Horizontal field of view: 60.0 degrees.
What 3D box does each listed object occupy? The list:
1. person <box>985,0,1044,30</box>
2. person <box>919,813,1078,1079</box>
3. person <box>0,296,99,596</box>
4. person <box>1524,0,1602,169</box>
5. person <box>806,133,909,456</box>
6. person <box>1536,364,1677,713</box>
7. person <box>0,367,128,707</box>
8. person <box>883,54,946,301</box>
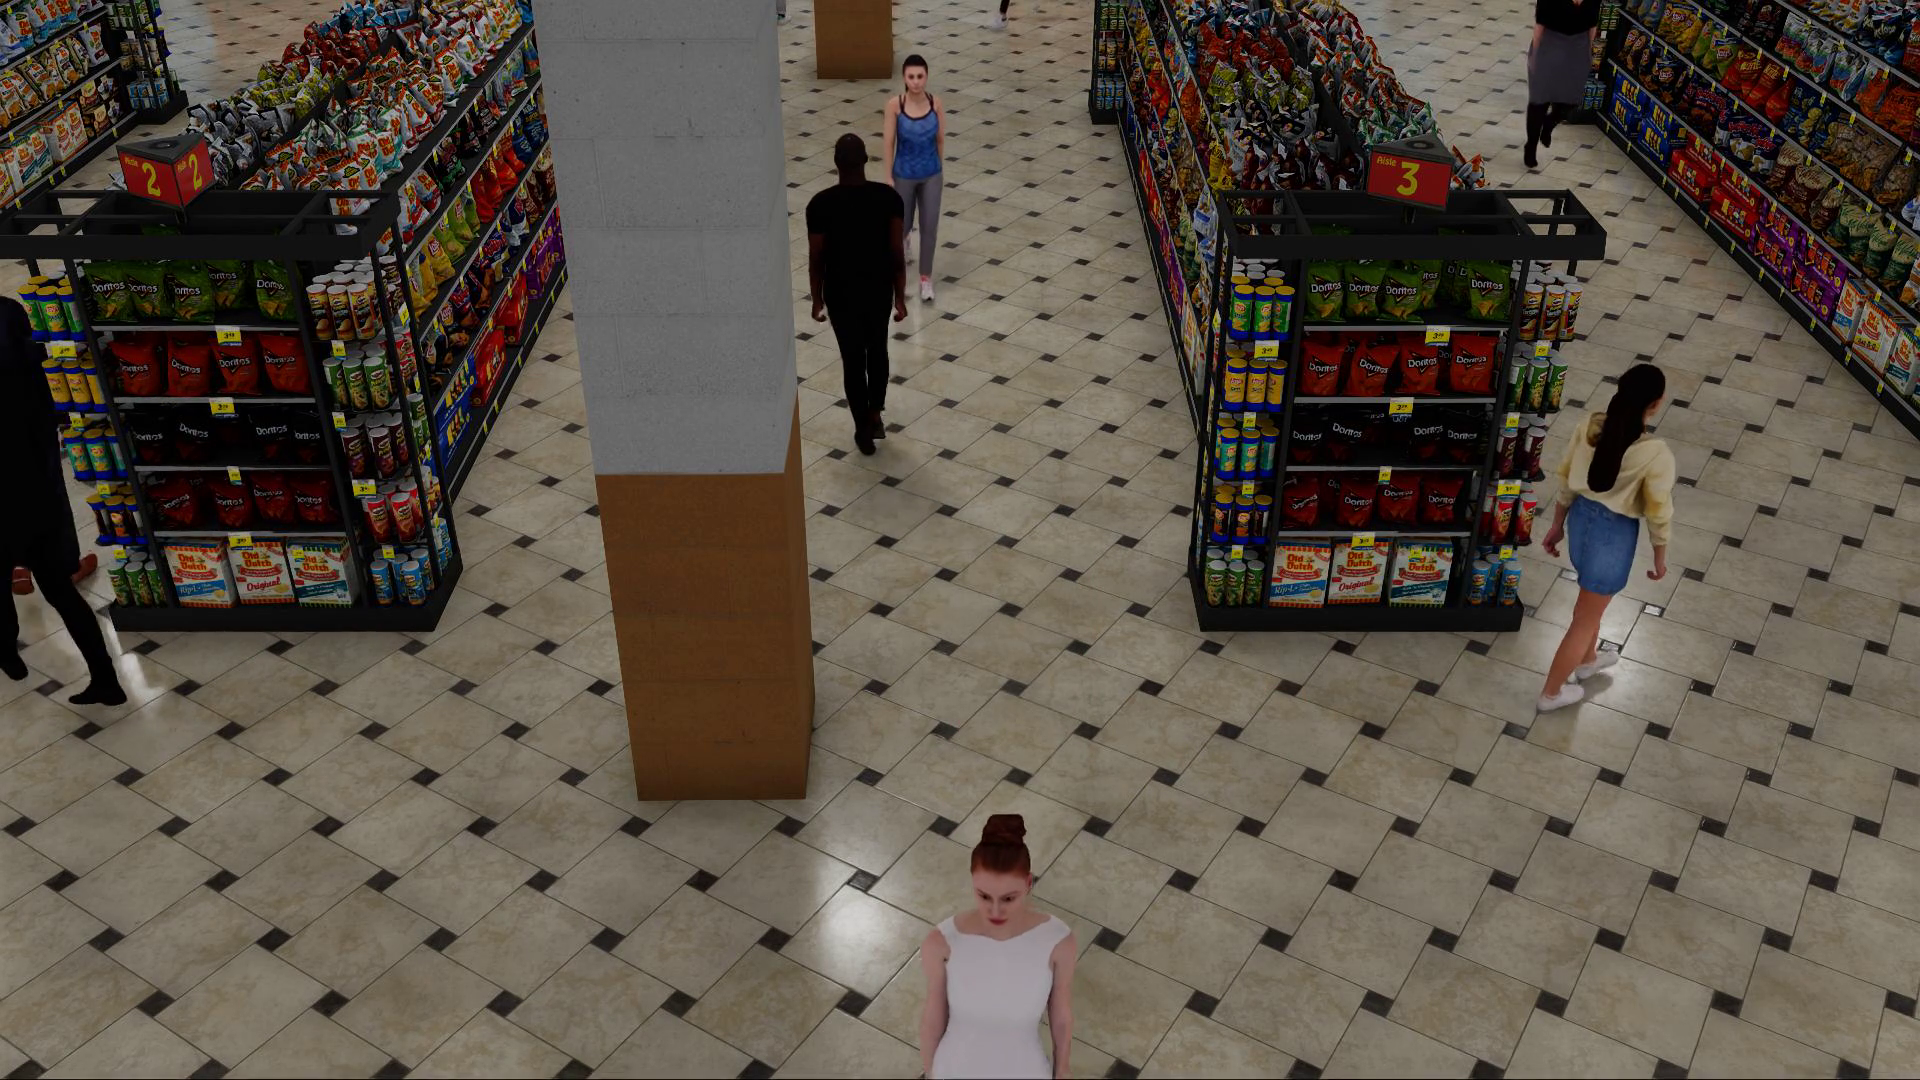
[{"bbox_3d":[0.583,-6.055,16.671,1.048,1.779,1.085,-21,37,-29],"label":"person"},{"bbox_3d":[0.103,1.441,4.624,0.592,1.779,0.811,2,32,3],"label":"person"},{"bbox_3d":[-4.424,-0.488,7.698,0.740,1.806,0.794,-3,32,-4],"label":"person"},{"bbox_3d":[4.693,-3.825,13.120,0.674,1.745,0.771,2,32,4],"label":"person"},{"bbox_3d":[-0.525,-1.256,8.928,0.749,1.811,0.766,-6,32,-10],"label":"person"},{"bbox_3d":[2.660,0.040,7.040,0.930,1.605,0.895,-19,37,-28],"label":"person"},{"bbox_3d":[-3.941,-0.074,7.009,1.184,1.831,1.239,17,36,26],"label":"person"},{"bbox_3d":[-0.300,-2.425,11.017,0.686,1.589,1.005,-6,32,-9],"label":"person"}]
